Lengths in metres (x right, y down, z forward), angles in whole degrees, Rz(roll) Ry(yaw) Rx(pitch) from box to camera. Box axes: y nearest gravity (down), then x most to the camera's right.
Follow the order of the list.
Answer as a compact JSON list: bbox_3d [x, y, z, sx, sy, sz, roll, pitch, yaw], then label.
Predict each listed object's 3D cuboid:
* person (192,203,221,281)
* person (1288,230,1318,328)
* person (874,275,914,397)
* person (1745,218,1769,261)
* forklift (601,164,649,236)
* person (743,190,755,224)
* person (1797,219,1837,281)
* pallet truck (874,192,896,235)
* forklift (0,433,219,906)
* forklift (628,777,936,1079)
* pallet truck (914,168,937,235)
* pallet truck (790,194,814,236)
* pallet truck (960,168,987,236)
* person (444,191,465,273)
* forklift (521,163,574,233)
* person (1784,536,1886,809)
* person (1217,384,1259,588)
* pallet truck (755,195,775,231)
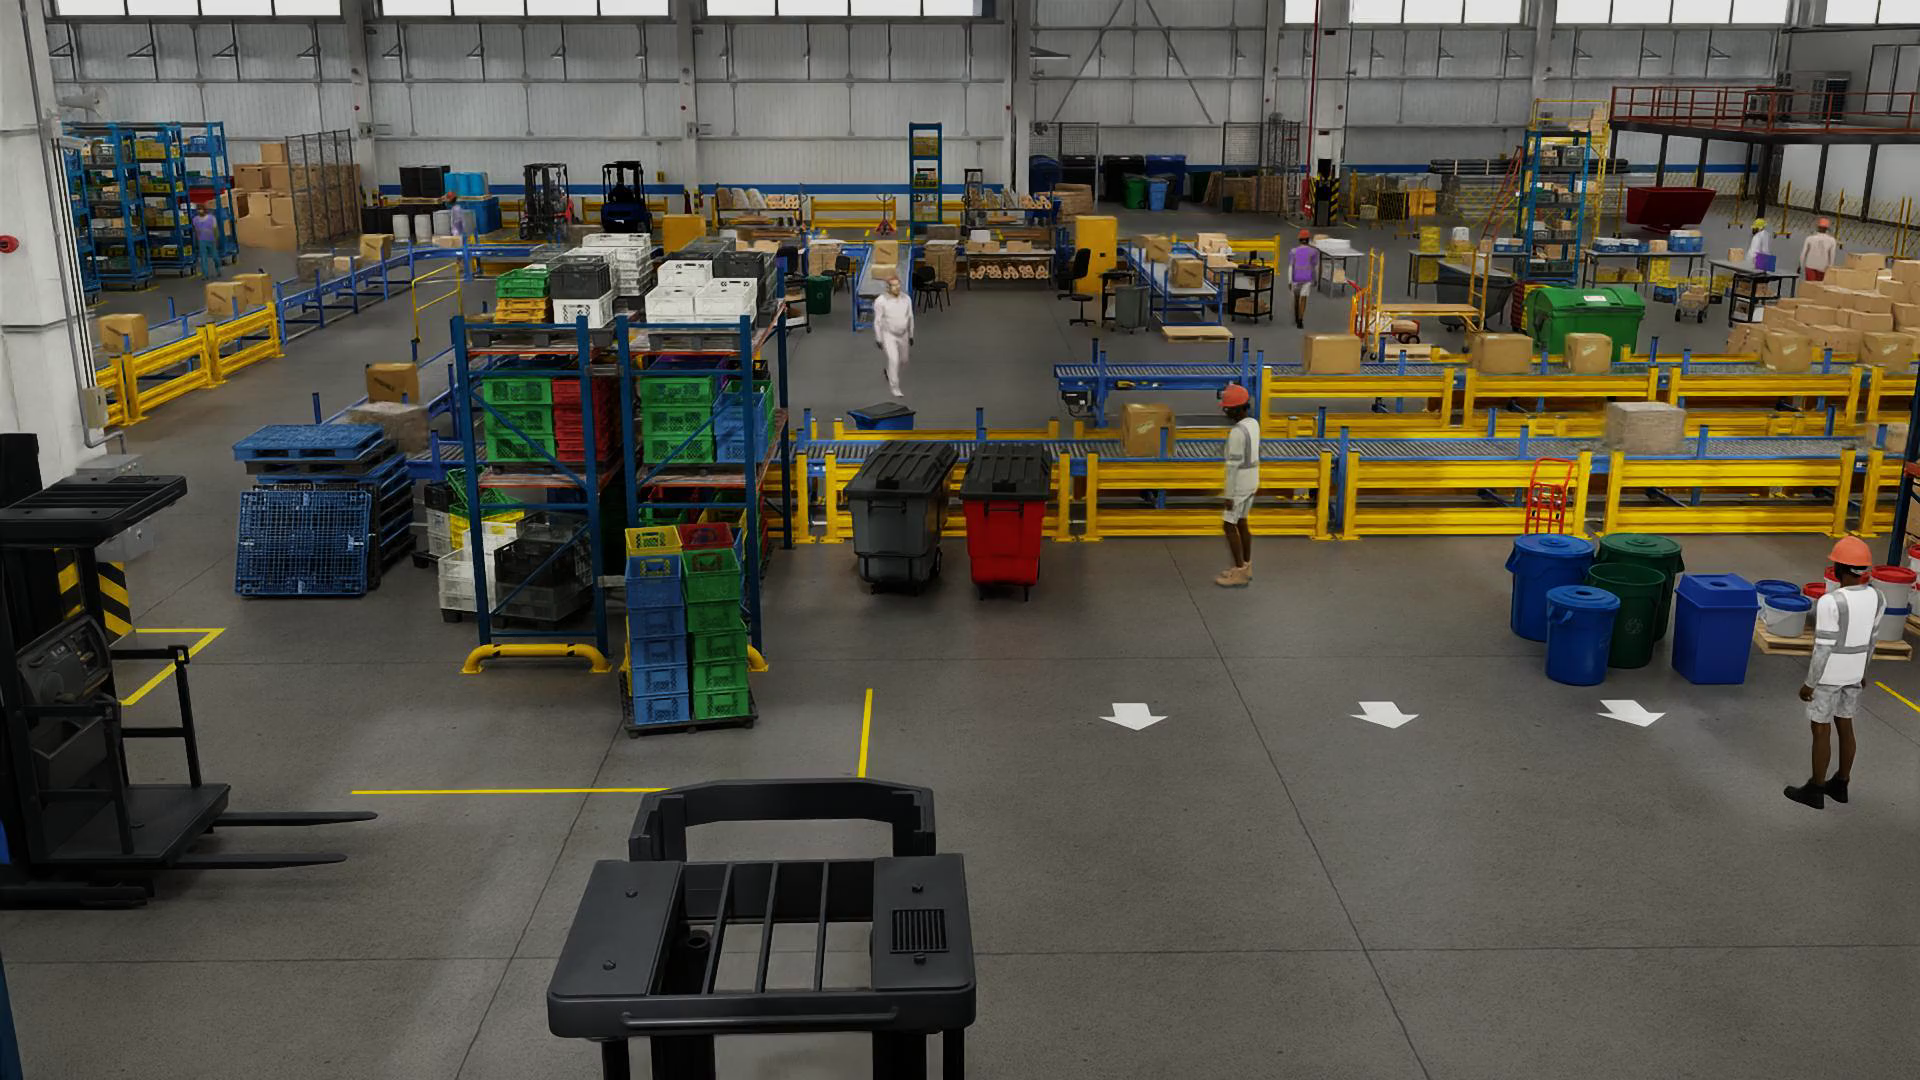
[{"bbox_3d":[-18.063,-7.174,39.918,0.570,1.816,0.829,-2,16,-8],"label":"person"},{"bbox_3d":[6.751,-5.146,32.749,0.551,1.884,1.008,6,17,20],"label":"person"},{"bbox_3d":[-1.044,-3.210,26.003,0.654,1.882,0.687,-9,18,-29],"label":"person"},{"bbox_3d":[17.313,-6.104,36.212,0.625,1.801,0.421,-15,22,-41],"label":"person"},{"bbox_3d":[-9.948,-10.127,49.296,1.157,1.987,2.680,-1,16,-3],"label":"forklift"},{"bbox_3d":[-5.735,-8.507,44.670,0.523,1.751,0.526,-10,19,-30],"label":"person"},{"bbox_3d":[17.665,-5.629,34.320,0.622,1.947,1.023,5,17,18],"label":"person"},{"bbox_3d":[-2.277,-9.986,50.594,0.653,1.274,1.630,0,16,-1],"label":"pallet truck"},{"bbox_3d":[-5.952,0.780,10.366,1.873,2.768,1.129,0,16,-1],"label":"forklift"},{"bbox_3d":[-0.542,2.165,5.552,1.129,2.768,1.873,-1,16,-2],"label":"forklift"},{"bbox_3d":[-0.989,-10.316,50.507,0.823,1.965,1.885,1,16,3],"label":"pallet truck"},{"bbox_3d":[-4.814,-9.883,50.259,0.704,1.261,1.522,-1,16,-3],"label":"pallet truck"},{"bbox_3d":[0.383,-10.230,50.206,0.823,1.965,1.885,-1,16,-3],"label":"pallet truck"},{"bbox_3d":[-12.428,-7.581,40.958,0.523,2.016,0.646,-7,17,-22],"label":"person"},{"bbox_3d":[-12.233,-10.122,49.298,1.157,1.987,2.680,0,16,-1],"label":"forklift"},{"bbox_3d":[6.077,0.917,11.566,0.552,1.935,0.366,-6,17,-21],"label":"person"},{"bbox_3d":[2.753,-0.546,16.483,0.417,2.031,0.710,8,18,25],"label":"person"},{"bbox_3d":[-6.051,-9.967,50.660,0.680,1.201,1.601,0,16,-1],"label":"pallet truck"}]
